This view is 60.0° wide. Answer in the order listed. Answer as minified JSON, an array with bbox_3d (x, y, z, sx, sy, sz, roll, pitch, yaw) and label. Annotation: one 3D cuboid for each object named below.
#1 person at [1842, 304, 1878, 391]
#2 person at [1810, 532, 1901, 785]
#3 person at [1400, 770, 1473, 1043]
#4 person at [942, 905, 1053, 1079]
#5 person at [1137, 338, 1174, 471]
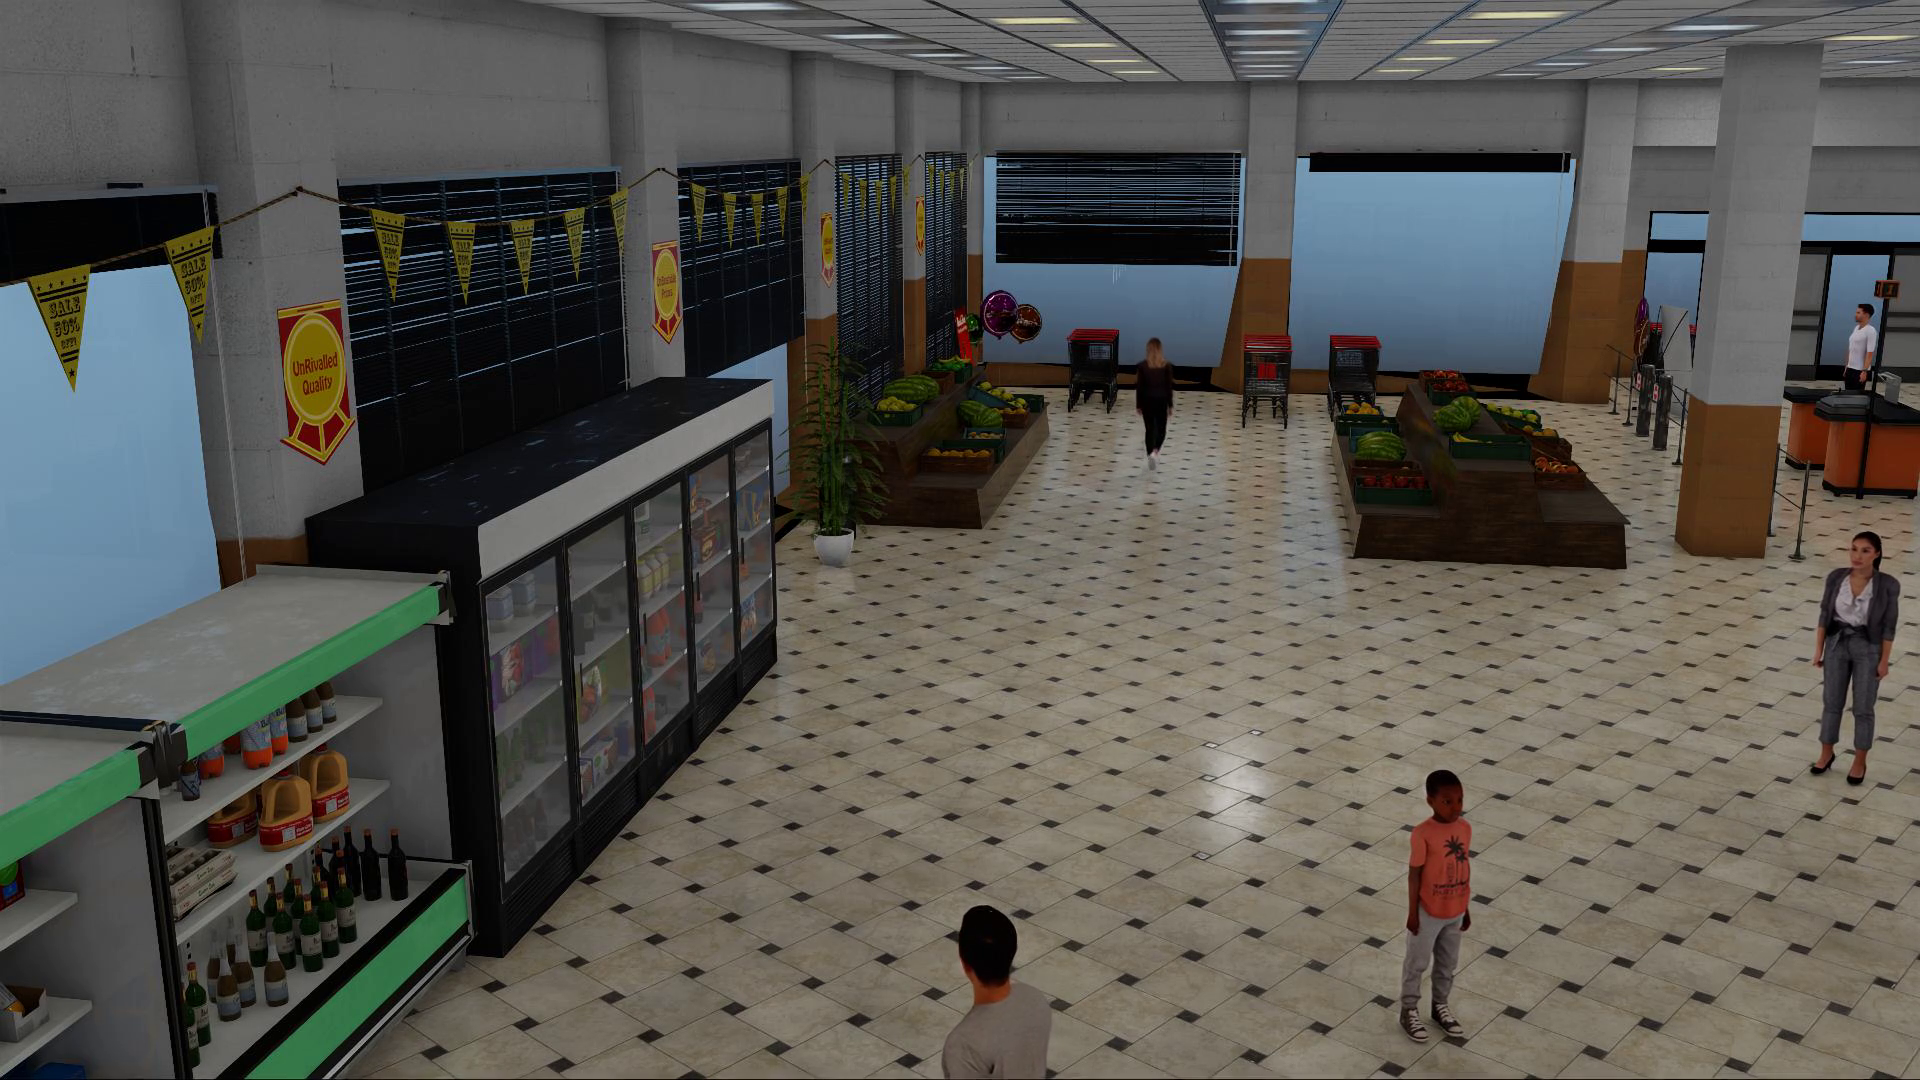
[{"bbox_3d":[12.796,-2.442,23.690,0.776,1.851,0.554,0,14,-1],"label":"person"},{"bbox_3d":[5.857,0.754,10.889,0.754,1.675,0.719,-13,19,-42],"label":"person"},{"bbox_3d":[2.233,1.692,7.794,0.547,1.310,0.582,-4,14,-17],"label":"person"},{"bbox_3d":[0.126,2.028,5.352,0.784,1.809,0.640,9,16,34],"label":"person"},{"bbox_3d":[2.440,-1.675,20.870,0.648,1.690,0.957,3,14,13],"label":"person"}]
